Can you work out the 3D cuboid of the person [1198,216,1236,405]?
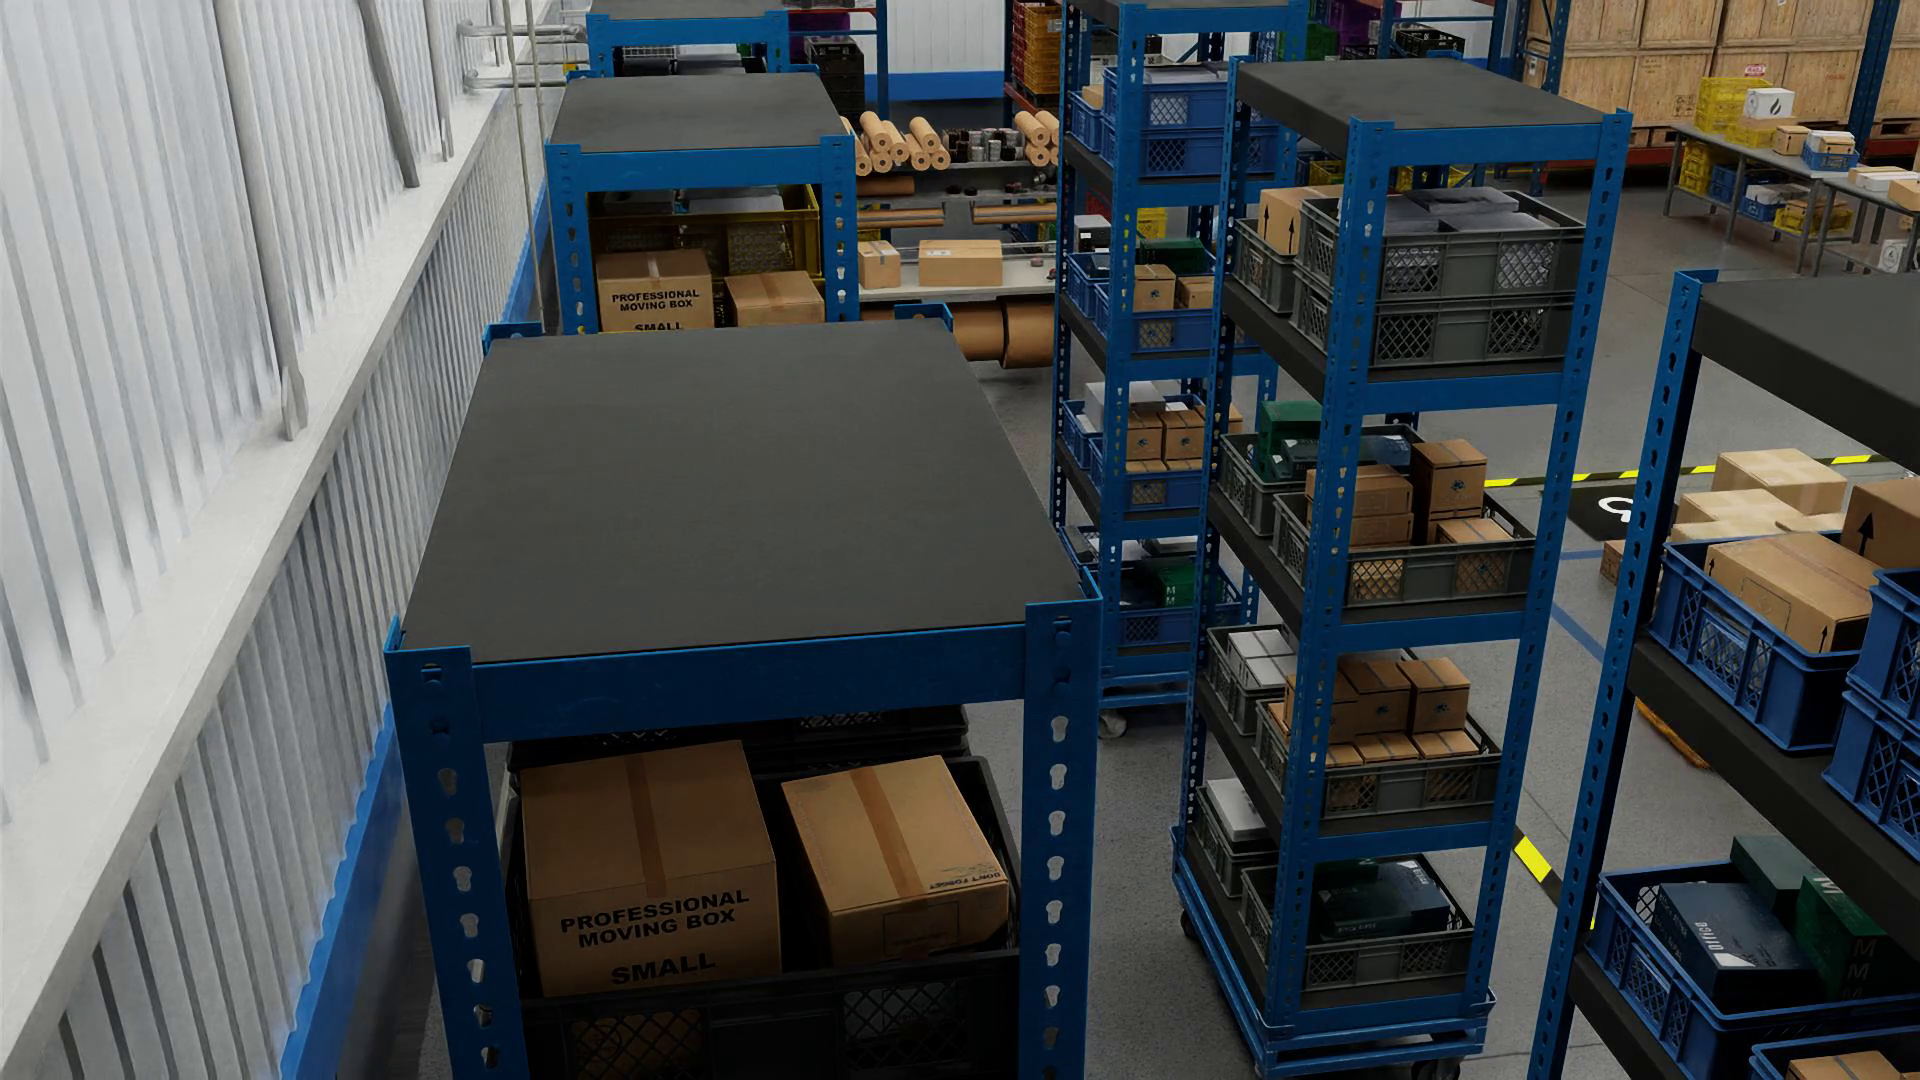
[{"bbox_3d":[1.688,-1.257,11.143,0.395,1.848,0.586,-4,25,-8],"label":"person"}]

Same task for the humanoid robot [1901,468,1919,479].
[{"bbox_3d":[6.443,-1.129,10.840,0.735,1.673,0.533,-12,27,-25],"label":"humanoid robot"}]

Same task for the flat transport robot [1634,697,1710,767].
[{"bbox_3d":[4.234,0.846,8.427,1.431,0.197,0.652,-4,25,-8],"label":"flat transport robot"}]
